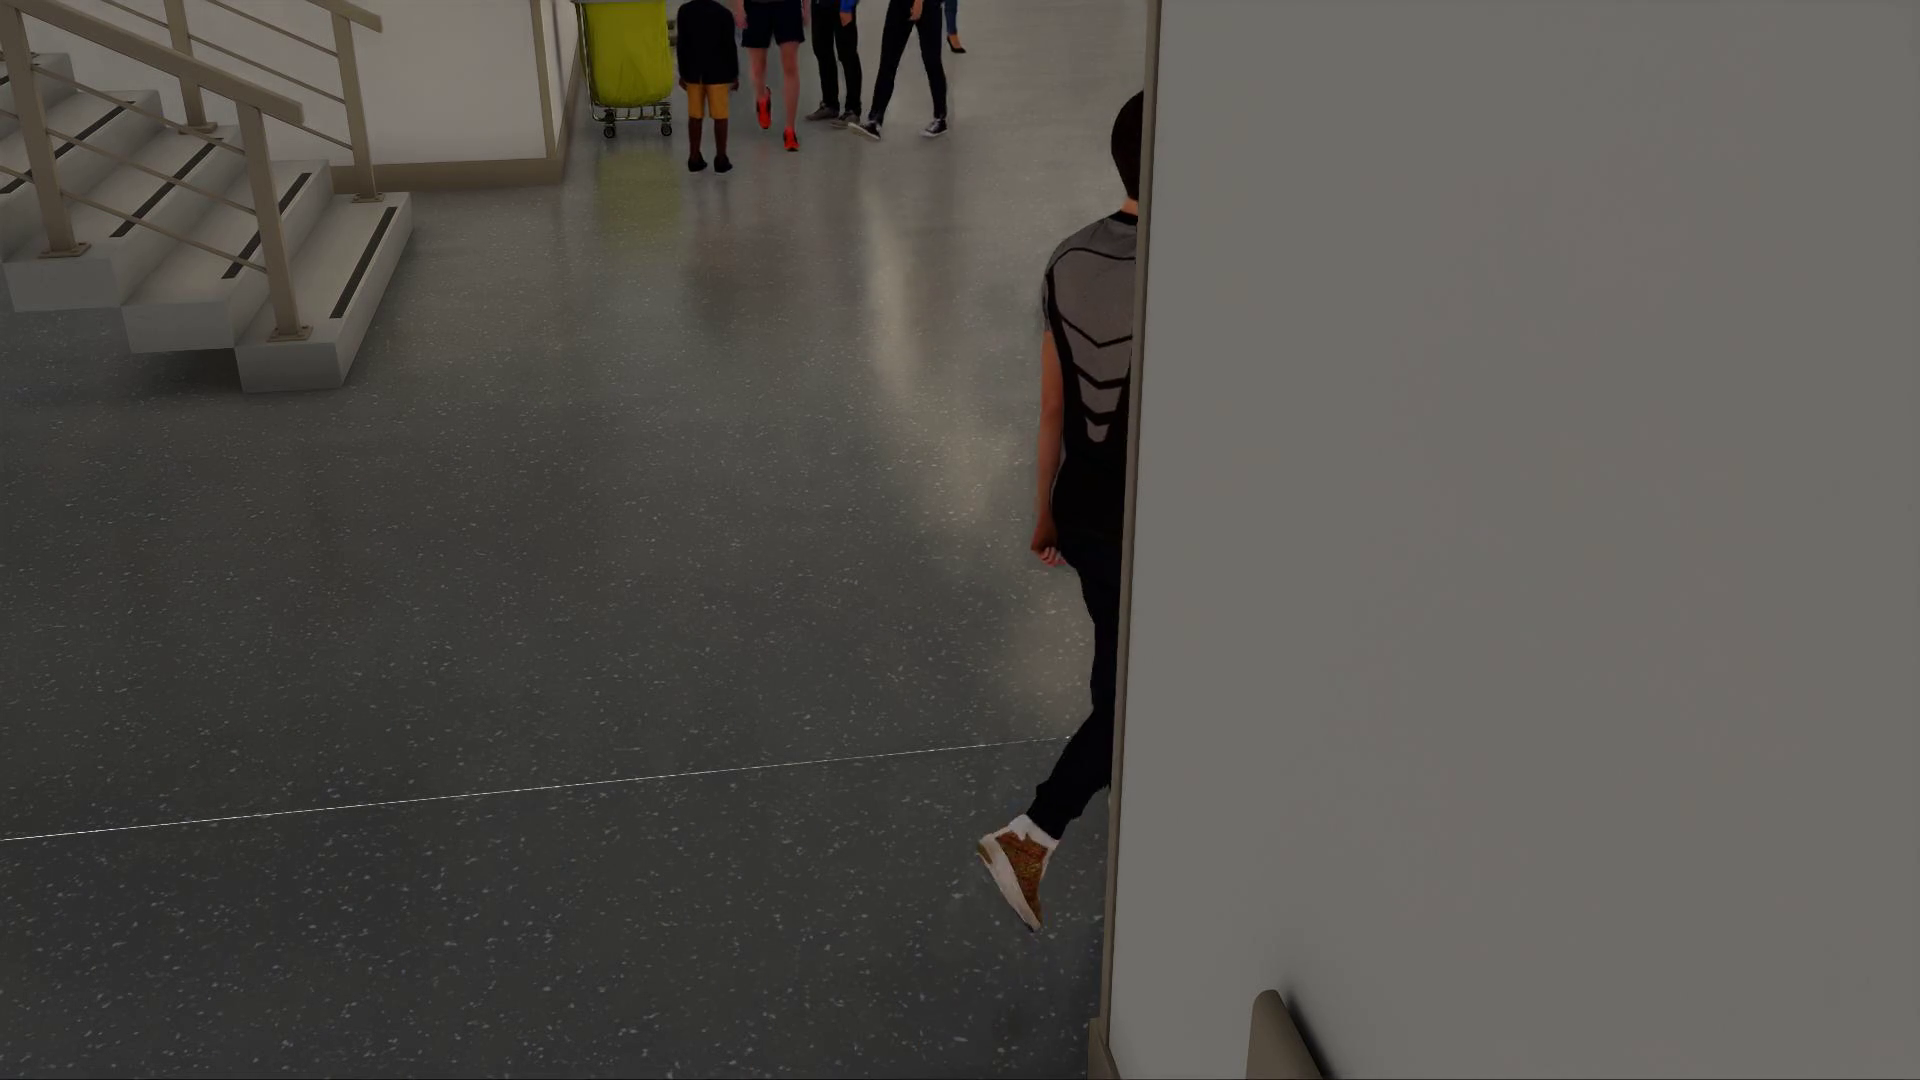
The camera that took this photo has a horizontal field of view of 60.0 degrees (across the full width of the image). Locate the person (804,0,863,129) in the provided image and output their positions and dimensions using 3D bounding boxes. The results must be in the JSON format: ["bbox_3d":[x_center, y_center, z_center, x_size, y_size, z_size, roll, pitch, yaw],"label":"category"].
[{"bbox_3d":[-0.835,-3.748,11.442,0.726,1.757,0.732,-19,32,-34],"label":"person"}]

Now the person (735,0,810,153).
[{"bbox_3d":[-1.240,-3.513,10.862,0.921,1.836,0.706,-4,26,-9],"label":"person"}]

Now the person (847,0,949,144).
[{"bbox_3d":[-0.229,-3.484,10.924,1.053,1.730,1.167,20,32,36],"label":"person"}]

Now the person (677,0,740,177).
[{"bbox_3d":[-1.561,-2.885,10.215,0.531,1.266,0.636,2,26,4],"label":"person"}]

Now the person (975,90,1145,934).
[{"bbox_3d":[0.321,0.002,3.546,1.036,1.860,1.176,21,33,37],"label":"person"}]
